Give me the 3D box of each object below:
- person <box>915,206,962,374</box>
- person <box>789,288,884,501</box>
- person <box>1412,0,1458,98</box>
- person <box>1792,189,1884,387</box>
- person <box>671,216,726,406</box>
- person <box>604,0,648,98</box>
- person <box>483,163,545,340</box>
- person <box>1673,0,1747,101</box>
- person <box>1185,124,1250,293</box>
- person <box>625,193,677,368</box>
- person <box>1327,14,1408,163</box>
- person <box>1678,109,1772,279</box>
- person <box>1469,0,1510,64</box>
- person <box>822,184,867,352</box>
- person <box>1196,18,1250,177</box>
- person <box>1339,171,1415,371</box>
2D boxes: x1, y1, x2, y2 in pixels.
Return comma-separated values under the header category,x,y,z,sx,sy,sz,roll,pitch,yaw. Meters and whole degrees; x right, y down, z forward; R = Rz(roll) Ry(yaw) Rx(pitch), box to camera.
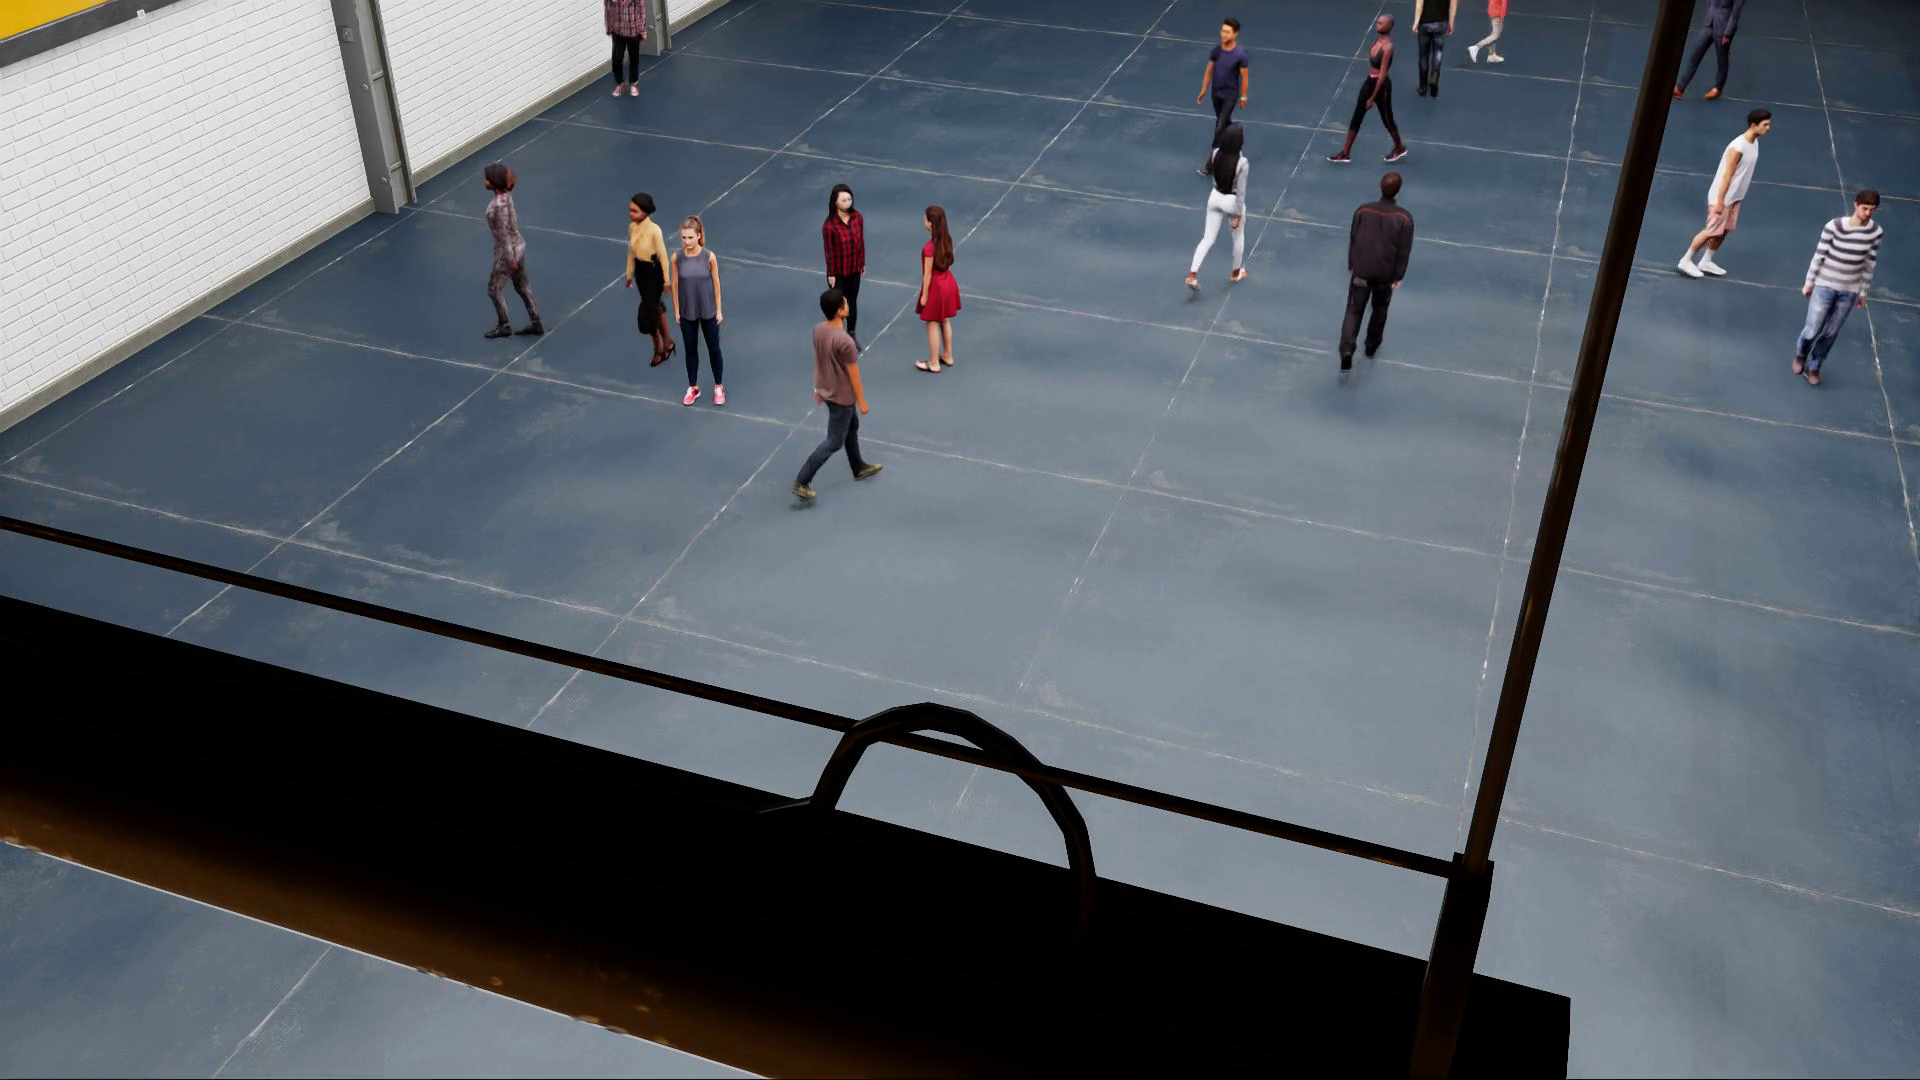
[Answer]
category,x,y,z,sx,sy,sz,roll,pitch,yaw
person,-0.192,-2.268,14.998,0.680,1.550,0.610,21,39,28
person,-1.036,-1.101,13.064,1.200,1.747,1.061,-19,38,-26
person,6.006,-6.520,21.097,0.760,1.879,0.971,5,34,8
person,7.748,-2.279,14.758,0.707,1.833,0.721,7,34,11
person,-2.260,-1.979,14.405,0.637,1.725,0.633,0,34,0
person,-4.288,-6.536,21.257,0.802,1.728,0.725,9,35,14
person,-4.099,-2.672,15.469,0.849,1.701,0.831,-5,34,-7
person,9.664,-6.449,21.083,1.265,1.777,1.180,-17,37,-24
person,2.543,-3.223,16.304,0.905,1.694,1.216,27,42,34
person,-2.732,-2.368,15.066,0.700,1.641,0.757,26,42,33
person,4.921,-5.169,19.212,1.139,1.715,1.173,-10,35,-14
person,7.613,-3.450,16.584,0.798,1.761,0.850,-26,41,-33
person,7.176,-7.110,22.414,0.810,1.403,0.826,-6,34,-9
person,-1.074,-2.485,15.232,0.612,1.651,0.719,-25,41,-32
person,3.101,-5.113,19.095,1.230,1.752,0.978,-28,43,-36
person,3.692,-2.374,14.918,0.716,1.815,1.048,11,35,16
